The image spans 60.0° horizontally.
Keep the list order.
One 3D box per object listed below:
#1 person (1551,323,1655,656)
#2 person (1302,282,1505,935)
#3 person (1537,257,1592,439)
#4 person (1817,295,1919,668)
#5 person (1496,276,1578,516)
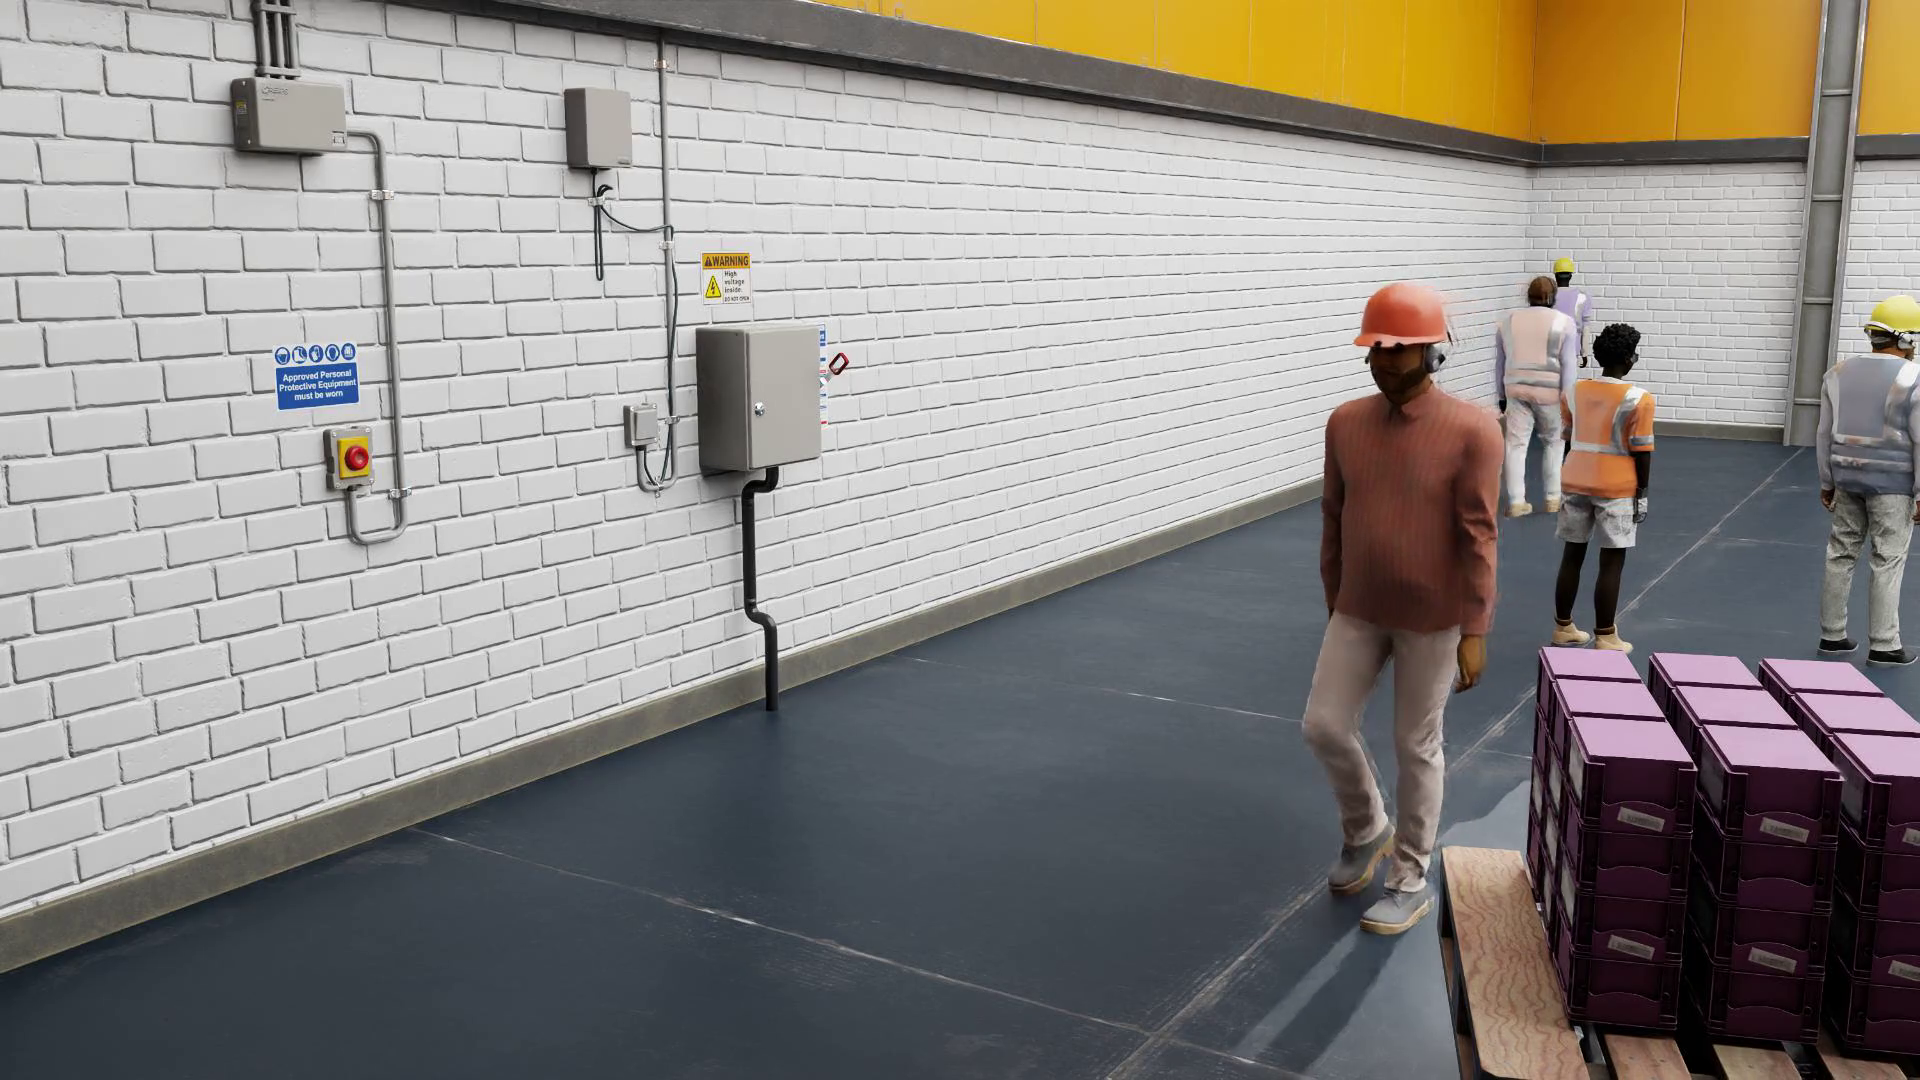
[{"bbox_3d":[3.258,-0.250,8.428,0.321,1.689,0.531,-7,13,-35],"label":"person"},{"bbox_3d":[1.322,0.221,5.034,0.618,1.980,0.432,9,14,41],"label":"person"},{"bbox_3d":[6.327,-2.009,17.548,0.585,1.920,0.392,4,11,20],"label":"person"},{"bbox_3d":[4.552,-0.288,8.242,0.404,1.830,0.599,-5,11,-27],"label":"person"},{"bbox_3d":[4.472,-1.106,12.801,0.654,1.819,0.756,8,13,38],"label":"person"}]
